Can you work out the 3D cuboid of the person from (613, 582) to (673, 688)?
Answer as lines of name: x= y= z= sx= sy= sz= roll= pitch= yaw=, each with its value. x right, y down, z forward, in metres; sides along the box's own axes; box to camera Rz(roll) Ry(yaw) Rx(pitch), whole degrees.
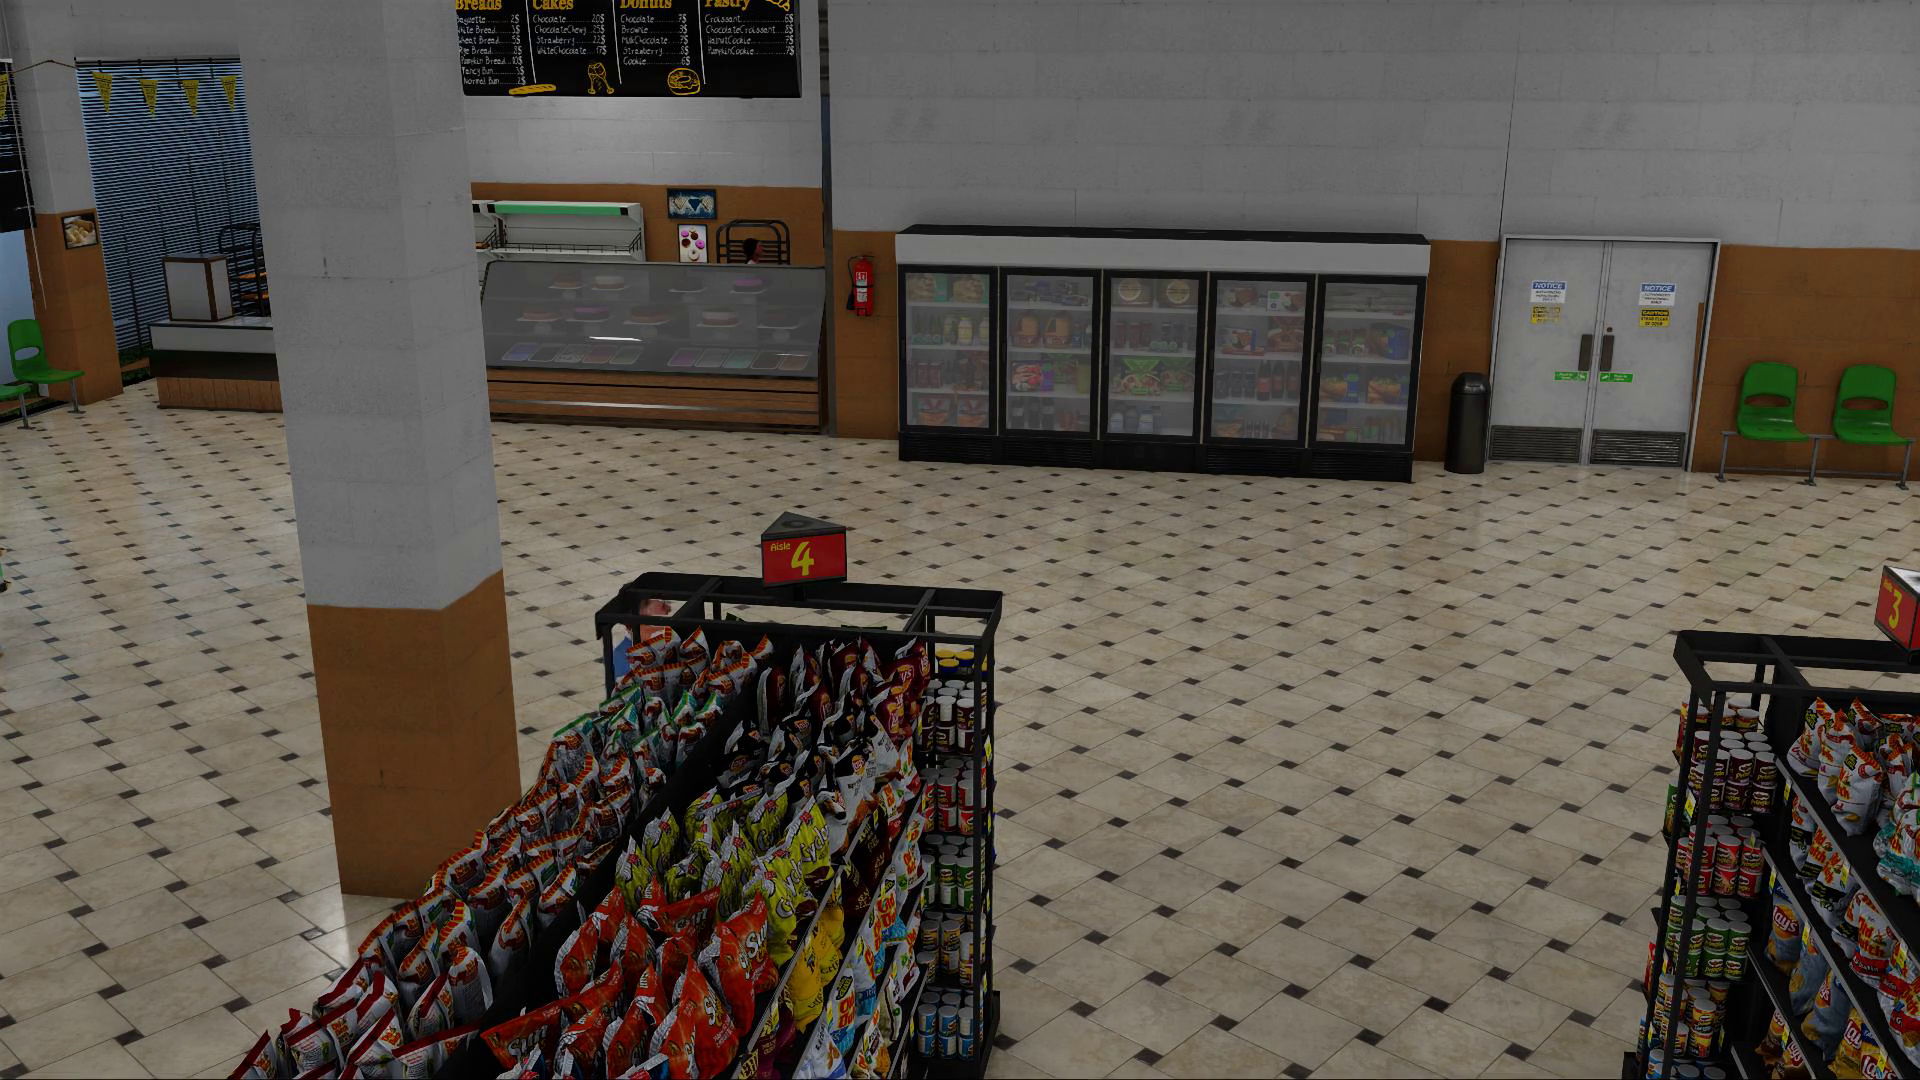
person: x=-1.541 y=1.071 z=7.736 sx=0.980 sy=1.798 sz=1.107 roll=-4 pitch=17 yaw=-13
